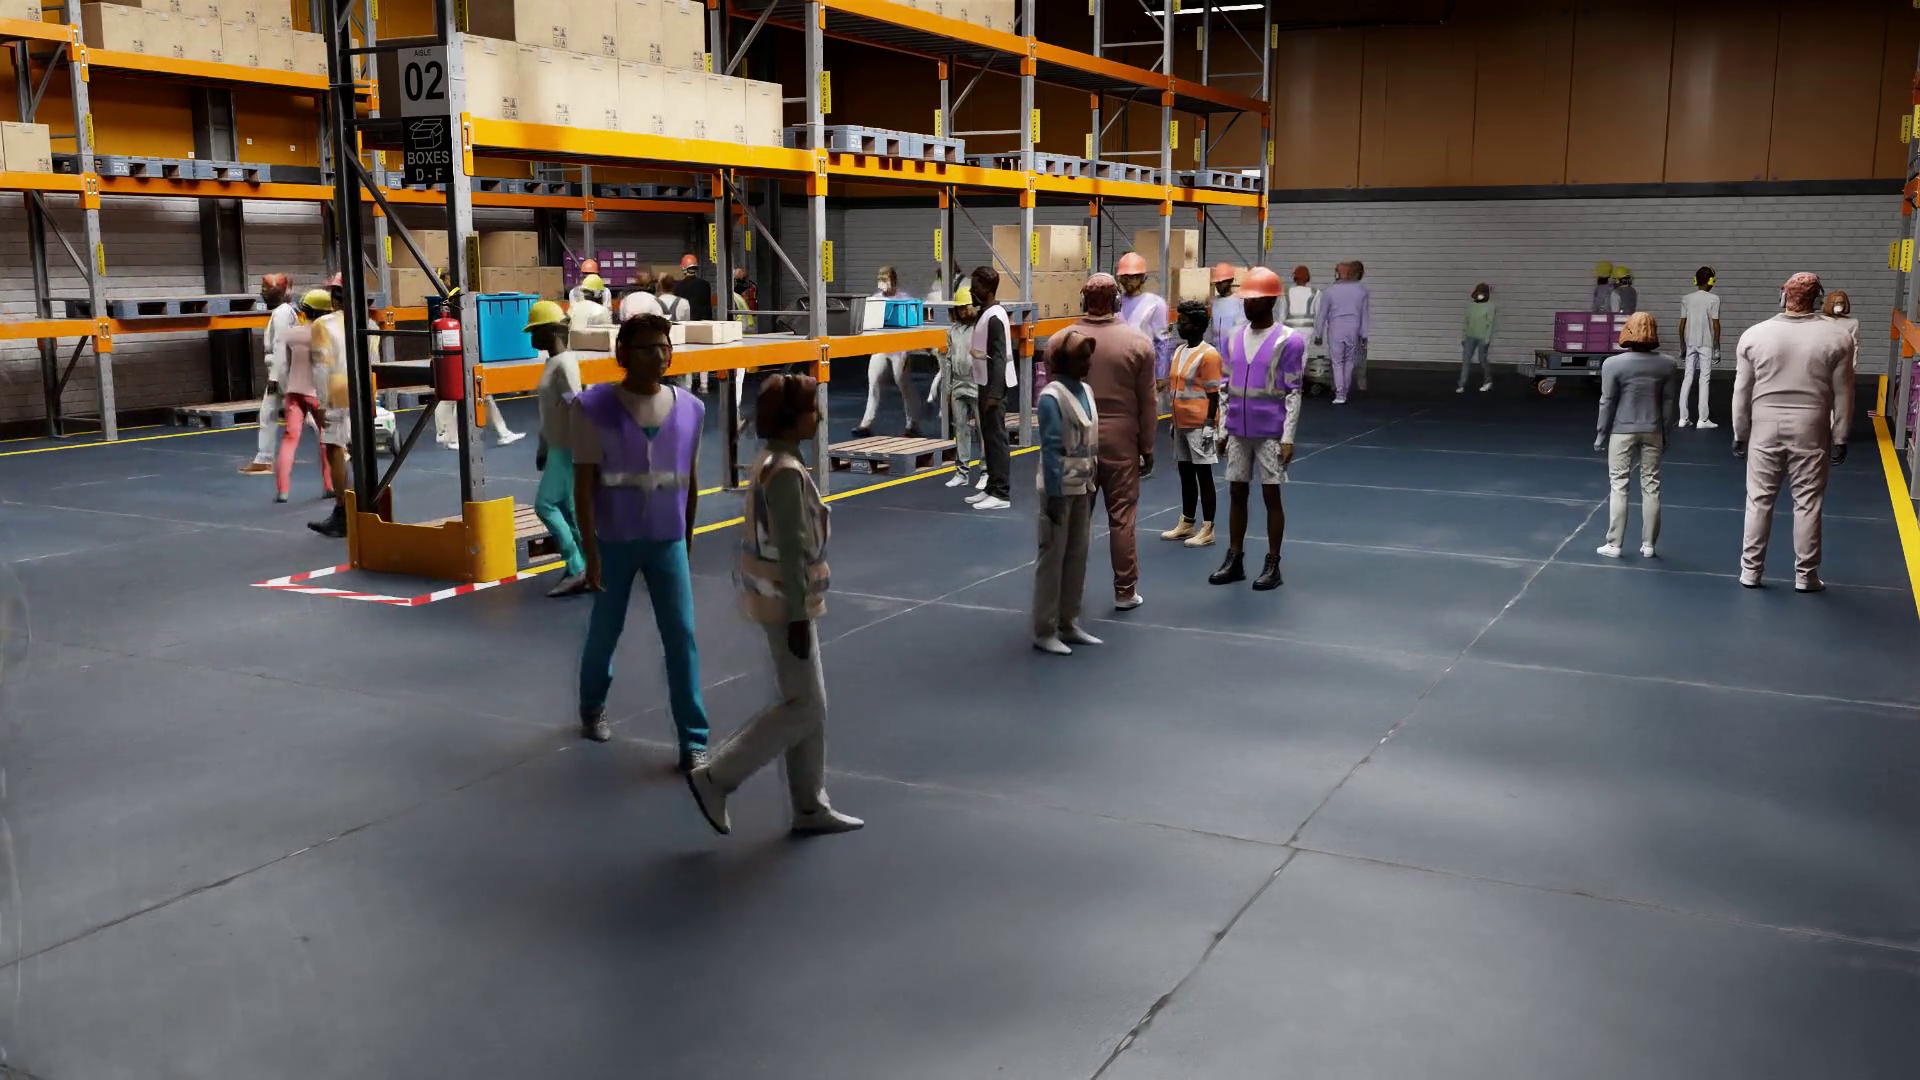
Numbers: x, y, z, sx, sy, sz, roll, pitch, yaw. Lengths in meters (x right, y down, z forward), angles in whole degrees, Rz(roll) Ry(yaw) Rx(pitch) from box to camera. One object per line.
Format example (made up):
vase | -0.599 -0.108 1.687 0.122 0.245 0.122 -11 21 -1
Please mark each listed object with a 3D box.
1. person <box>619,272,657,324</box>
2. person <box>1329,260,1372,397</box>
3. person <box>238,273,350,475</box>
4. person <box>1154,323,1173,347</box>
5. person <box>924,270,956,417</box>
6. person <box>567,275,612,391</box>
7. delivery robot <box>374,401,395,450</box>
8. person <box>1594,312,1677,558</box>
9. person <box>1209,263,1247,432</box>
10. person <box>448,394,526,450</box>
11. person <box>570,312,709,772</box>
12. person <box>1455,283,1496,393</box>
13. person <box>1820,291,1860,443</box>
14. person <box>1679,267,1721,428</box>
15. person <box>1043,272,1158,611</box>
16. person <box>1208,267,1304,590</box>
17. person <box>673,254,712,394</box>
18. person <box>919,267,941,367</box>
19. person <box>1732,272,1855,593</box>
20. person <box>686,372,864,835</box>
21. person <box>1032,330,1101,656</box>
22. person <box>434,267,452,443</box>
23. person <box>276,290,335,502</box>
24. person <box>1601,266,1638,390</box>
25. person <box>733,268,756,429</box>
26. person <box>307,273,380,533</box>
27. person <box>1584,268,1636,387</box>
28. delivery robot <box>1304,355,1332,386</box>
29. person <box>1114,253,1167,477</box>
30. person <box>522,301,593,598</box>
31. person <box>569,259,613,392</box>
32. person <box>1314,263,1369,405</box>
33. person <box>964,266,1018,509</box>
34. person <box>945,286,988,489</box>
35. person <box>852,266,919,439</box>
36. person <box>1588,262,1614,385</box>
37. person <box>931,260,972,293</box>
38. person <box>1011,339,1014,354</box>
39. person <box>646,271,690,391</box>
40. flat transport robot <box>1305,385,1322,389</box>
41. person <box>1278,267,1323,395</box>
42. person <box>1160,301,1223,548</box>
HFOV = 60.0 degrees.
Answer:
person | -3.544 -2.181 19.200 0.644 1.795 0.888 6 11 31
person | 5.502 -2.968 23.433 0.634 1.910 0.659 -5 11 -26
person | -6.120 -1.515 15.228 0.944 1.852 0.582 -5 11 -26
person | 3.274 -3.567 26.851 0.386 1.927 0.589 -4 11 -23
person | -0.176 -2.420 20.424 0.510 1.850 0.413 7 12 34
person | -3.911 -1.976 18.060 0.607 1.780 0.899 8 12 38
delivery robot | -5.801 -1.140 16.500 0.477 0.478 0.707 -3 10 -16
person | 4.480 -0.691 11.052 0.498 1.634 0.280 0 10 1
person | 2.842 -2.015 17.908 0.545 1.909 0.613 9 14 44
person | -4.911 -1.720 17.101 0.828 1.596 0.552 -3 10 -17
person | -1.290 -0.007 6.632 0.574 1.803 0.985 -5 11 -29
person | 7.536 -2.936 24.167 0.521 1.598 0.802 9 13 43
person | 9.204 -1.814 17.581 0.497 1.629 0.277 3 10 19
person | 8.580 -2.223 19.261 0.329 1.864 0.508 -7 12 -36
person | 0.797 -0.546 9.412 0.641 1.913 0.407 2 10 10
person | 1.776 -0.661 10.022 0.558 1.934 0.387 8 13 40
person | -3.848 -3.089 23.885 0.614 1.996 0.379 -7 12 -37
person | -0.232 -3.916 29.321 0.981 1.781 0.641 2 10 11
person | 4.972 -0.638 9.954 0.651 1.906 0.409 6 11 31
person | -0.624 0.241 5.663 0.531 1.625 0.526 -1 10 -8
person | 0.541 -0.242 8.446 0.310 1.639 0.522 5 11 28
person | -5.486 -1.977 17.805 0.328 1.876 0.513 0 10 1
person | -5.352 -1.172 13.590 0.543 1.726 0.629 4 11 24
person | 9.699 -3.109 24.484 0.599 1.827 0.403 -8 12 -38
person | -2.576 -2.214 19.268 0.429 1.845 0.621 0 10 1
person | -4.521 -1.002 12.132 0.465 1.883 0.740 6 11 30
person | 9.747 -3.144 24.776 0.795 1.808 0.600 5 11 26
delivery robot | 5.186 -2.420 23.911 0.477 0.478 0.707 -2 10 -11
person | 1.443 -1.488 14.571 0.619 2.012 0.854 6 11 30
person | -2.377 -0.527 9.787 0.469 1.734 0.551 -4 11 -22
person | -4.799 -2.679 21.684 0.545 1.938 0.359 -2 10 -11
person | 5.086 -2.768 22.335 0.679 1.885 0.710 -1 10 -8
person | 0.252 -1.204 13.201 0.393 1.919 0.590 -1 10 -7
person | 0.072 -1.301 14.295 0.482 1.739 0.322 6 11 31
person | -0.767 -1.990 17.866 0.650 1.878 1.062 6 11 29
person | 9.854 -3.317 25.544 0.397 1.883 0.694 -1 10 -7
person | -0.058 -3.267 24.788 0.763 2.000 0.766 0 10 -2
person | 1.024 -4.402 31.676 0.665 1.929 0.514 -1 10 -7
person | -3.274 -2.122 18.791 0.519 1.828 0.746 -3 10 -16
flat transport robot | 4.839 -2.413 24.962 0.652 0.197 1.431 -7 12 -35
person | 4.751 -2.878 23.155 0.600 1.825 0.974 4 11 23
person | 1.608 -0.798 11.491 0.317 1.695 0.540 -4 11 -22
